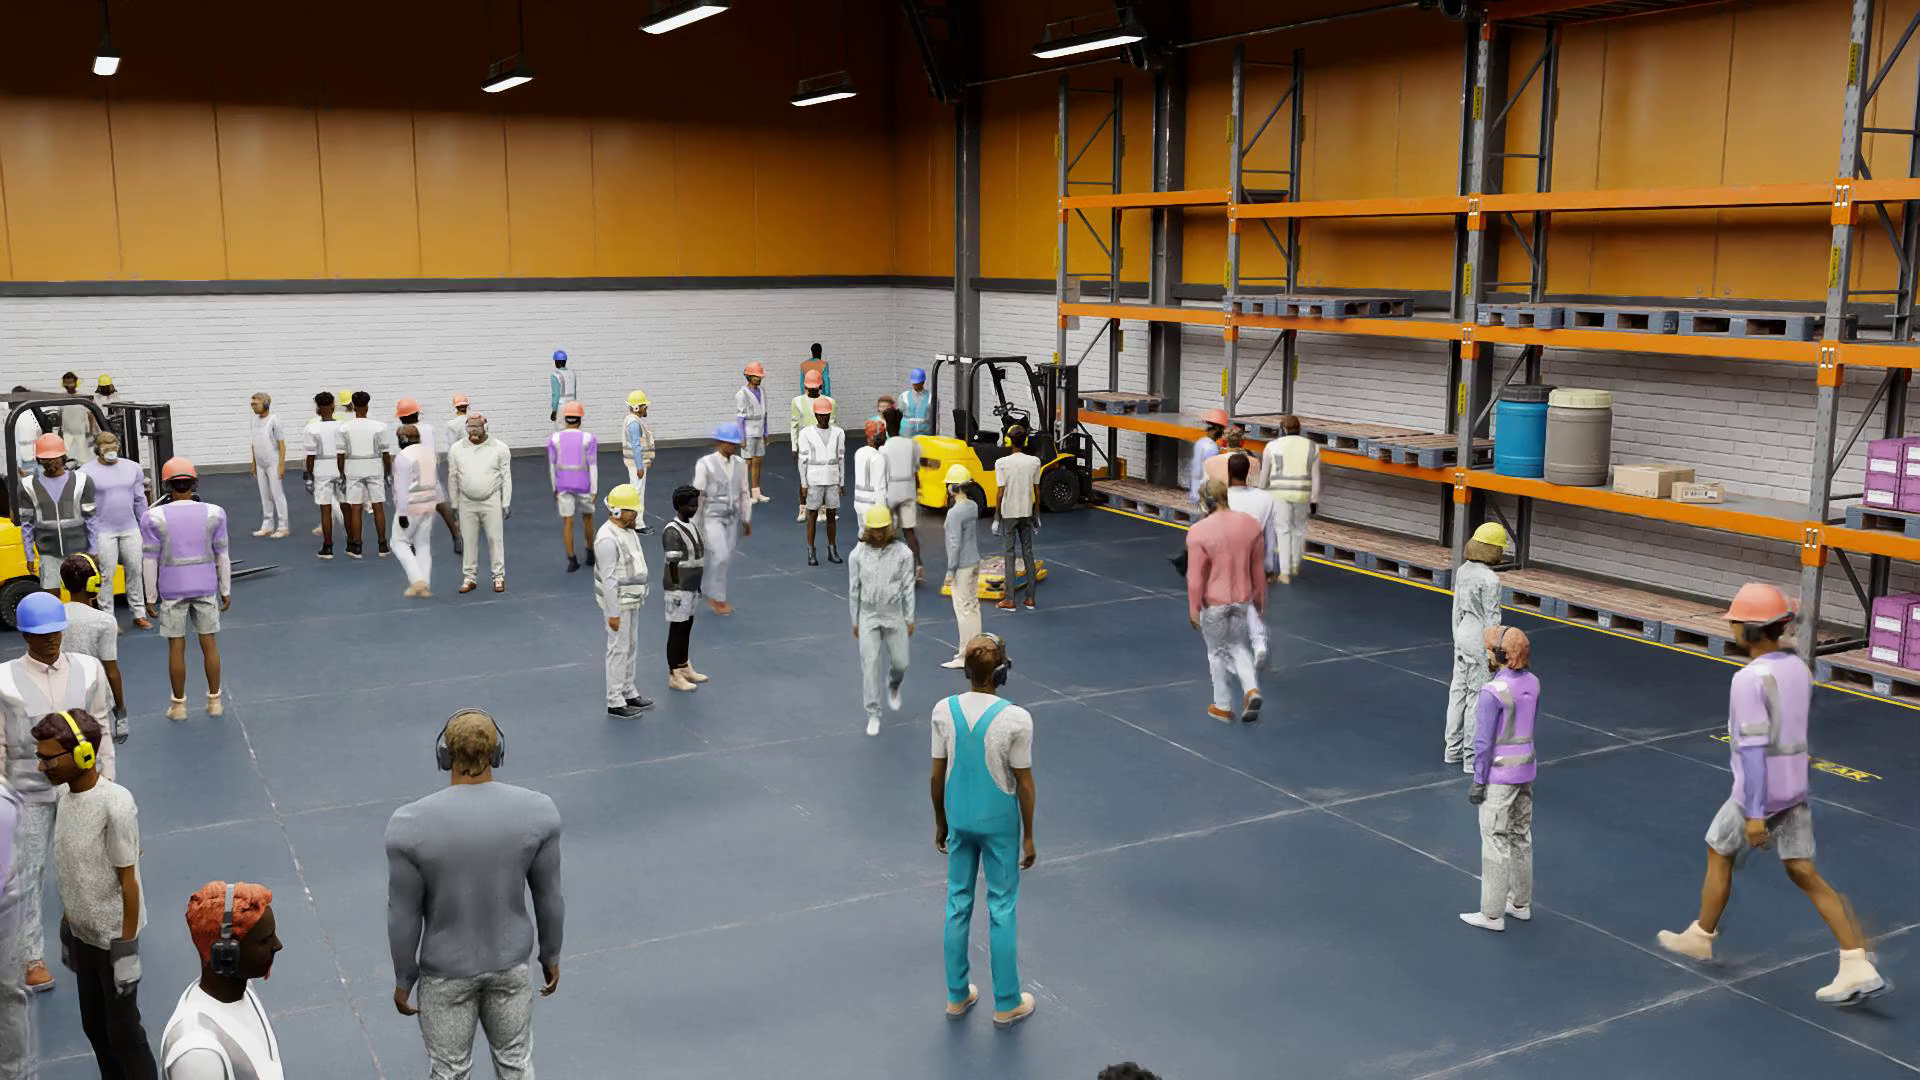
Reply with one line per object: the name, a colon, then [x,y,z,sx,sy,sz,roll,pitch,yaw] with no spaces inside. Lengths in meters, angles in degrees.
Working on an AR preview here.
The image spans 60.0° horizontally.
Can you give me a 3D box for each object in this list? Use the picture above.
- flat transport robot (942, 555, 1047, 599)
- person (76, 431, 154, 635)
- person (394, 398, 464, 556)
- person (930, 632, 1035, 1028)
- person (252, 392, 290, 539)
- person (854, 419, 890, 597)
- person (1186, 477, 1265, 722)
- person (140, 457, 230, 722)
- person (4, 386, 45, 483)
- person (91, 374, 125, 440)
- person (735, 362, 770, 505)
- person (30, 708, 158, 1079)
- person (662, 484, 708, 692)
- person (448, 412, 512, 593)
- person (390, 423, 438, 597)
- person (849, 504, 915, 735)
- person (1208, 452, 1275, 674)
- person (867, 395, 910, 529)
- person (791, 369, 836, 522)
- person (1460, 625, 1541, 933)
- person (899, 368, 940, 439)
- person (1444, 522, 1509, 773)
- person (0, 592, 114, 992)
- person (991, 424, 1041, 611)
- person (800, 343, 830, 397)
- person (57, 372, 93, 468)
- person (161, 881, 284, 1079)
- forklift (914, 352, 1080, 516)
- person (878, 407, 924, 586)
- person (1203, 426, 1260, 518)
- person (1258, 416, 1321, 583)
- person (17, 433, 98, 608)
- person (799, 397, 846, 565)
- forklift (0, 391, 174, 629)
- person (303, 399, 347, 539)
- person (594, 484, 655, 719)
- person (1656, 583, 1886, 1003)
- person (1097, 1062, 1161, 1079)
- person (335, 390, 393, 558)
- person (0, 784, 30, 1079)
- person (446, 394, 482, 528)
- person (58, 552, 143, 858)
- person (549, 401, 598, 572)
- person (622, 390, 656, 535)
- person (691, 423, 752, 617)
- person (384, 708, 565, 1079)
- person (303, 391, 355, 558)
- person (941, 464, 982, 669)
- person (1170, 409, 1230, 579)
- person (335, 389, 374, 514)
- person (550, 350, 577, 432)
flat transport robot: [0.385,0.384,17.740,0.652,0.197,1.431,4,11,22]
person: [-7.937,-0.069,15.604,0.377,1.927,0.635,8,13,40]
person: [-6.245,-0.725,19.511,0.725,1.905,0.576,2,10,14]
person: [0.110,1.338,7.721,0.507,1.845,0.339,5,11,25]
person: [-8.659,-0.936,20.813,0.515,1.843,0.326,5,11,27]
person: [-0.907,-0.301,17.089,0.350,1.877,0.581,-5,11,-27]
person: [2.018,0.478,12.509,0.679,1.898,0.598,-4,11,-21]
person: [-5.912,0.377,12.734,0.611,2.032,0.411,-7,12,-35]
person: [-11.967,-1.043,21.386,1.023,1.868,0.590,5,11,28]
person: [-12.846,-1.632,25.119,0.492,1.740,0.325,-4,11,-23]
person: [-2.917,-1.514,23.622,0.411,2.035,0.601,6,11,29]
person: [-3.349,1.556,6.454,0.527,1.857,0.343,7,12,35]
person: [-2.263,0.383,13.655,0.320,1.693,0.531,2,10,10]
person: [-5.050,-0.390,17.496,0.651,1.907,0.409,-1,10,-5]
person: [-5.646,-0.302,17.246,0.430,1.818,0.646,3,10,18]
person: [-0.585,0.568,12.495,0.491,1.734,0.510,0,10,-2]
person: [2.373,0.216,14.033,0.624,1.900,0.494,-3,10,-18]
person: [-0.892,-0.971,21.182,0.575,1.797,0.991,3,10,15]
person: [-1.937,-1.241,22.025,0.606,2.037,0.382,0,10,-2]
person: [2.887,1.256,8.817,0.509,1.629,0.316,-9,14,-43]
person: [-0.587,-1.481,23.684,0.605,1.937,0.412,1,10,4]
person: [3.597,0.736,11.507,0.330,1.733,0.492,-2,10,-13]
person: [-4.454,1.208,8.170,0.391,1.949,0.602,8,13,38]
person: [0.563,-0.224,16.655,0.535,1.865,0.312,-4,11,-23]
person: [-2.638,-2.631,30.364,0.597,1.916,0.372,5,11,25]
person: [-12.887,-1.507,24.123,0.550,1.836,0.782,-1,10,-8]
person: [-2.015,1.857,4.643,0.359,1.880,0.575,-2,10,-14]
forklift: [0.460,-1.461,22.833,2.313,2.155,1.214,-5,11,-28]
person: [-0.659,-0.467,17.905,0.586,1.926,0.922,-4,11,-20]
person: [2.720,-0.220,16.724,0.563,1.836,0.383,2,10,10]
person: [3.585,-0.468,18.262,0.620,1.795,0.872,-1,10,-4]
person: [-7.809,0.079,14.450,0.601,2.035,0.417,-4,11,-24]
person: [-1.562,-0.677,19.057,0.547,1.938,0.359,-4,11,-22]
forklift: [-9.026,-0.363,16.508,1.214,2.155,2.313,6,11,29]
person: [-7.868,-0.911,20.786,0.807,1.812,0.634,4,11,22]
person: [-2.596,0.471,12.807,0.403,1.817,0.605,1,10,5]
person: [3.989,1.217,8.051,0.645,1.987,1.076,-7,12,-34]
person: [0.358,2.063,4.080,0.552,1.661,0.821,-2,10,-12]
person: [-6.987,-0.771,19.512,0.617,1.964,0.361,-4,10,-19]
person: [-4.050,1.549,6.629,0.583,1.796,0.690,3,10,15]
person: [-6.444,-1.027,21.609,0.339,1.747,0.568,7,12,34]
person: [-5.068,0.996,9.659,0.512,1.861,0.325,1,10,8]
person: [-4.352,-0.623,18.850,0.547,1.907,0.842,-1,10,-5]
person: [-4.068,-0.980,21.101,0.403,1.833,0.586,-3,10,-14]
person: [-2.312,-0.198,16.356,0.650,1.915,0.628,9,13,42]
person: [-1.779,1.570,6.163,0.635,1.929,0.382,-5,11,-27]
person: [-7.370,-0.763,19.494,0.603,1.958,0.381,-8,13,-38]
person: [0.000,0.229,14.331,0.329,1.769,0.526,4,11,22]
person: [2.622,-0.462,17.882,0.555,1.911,0.577,-1,10,-8]
person: [-8.226,-1.210,22.688,0.604,1.731,0.458,-6,11,-30]
person: [-6.627,-2.199,27.785,0.389,1.947,0.614,4,11,22]
